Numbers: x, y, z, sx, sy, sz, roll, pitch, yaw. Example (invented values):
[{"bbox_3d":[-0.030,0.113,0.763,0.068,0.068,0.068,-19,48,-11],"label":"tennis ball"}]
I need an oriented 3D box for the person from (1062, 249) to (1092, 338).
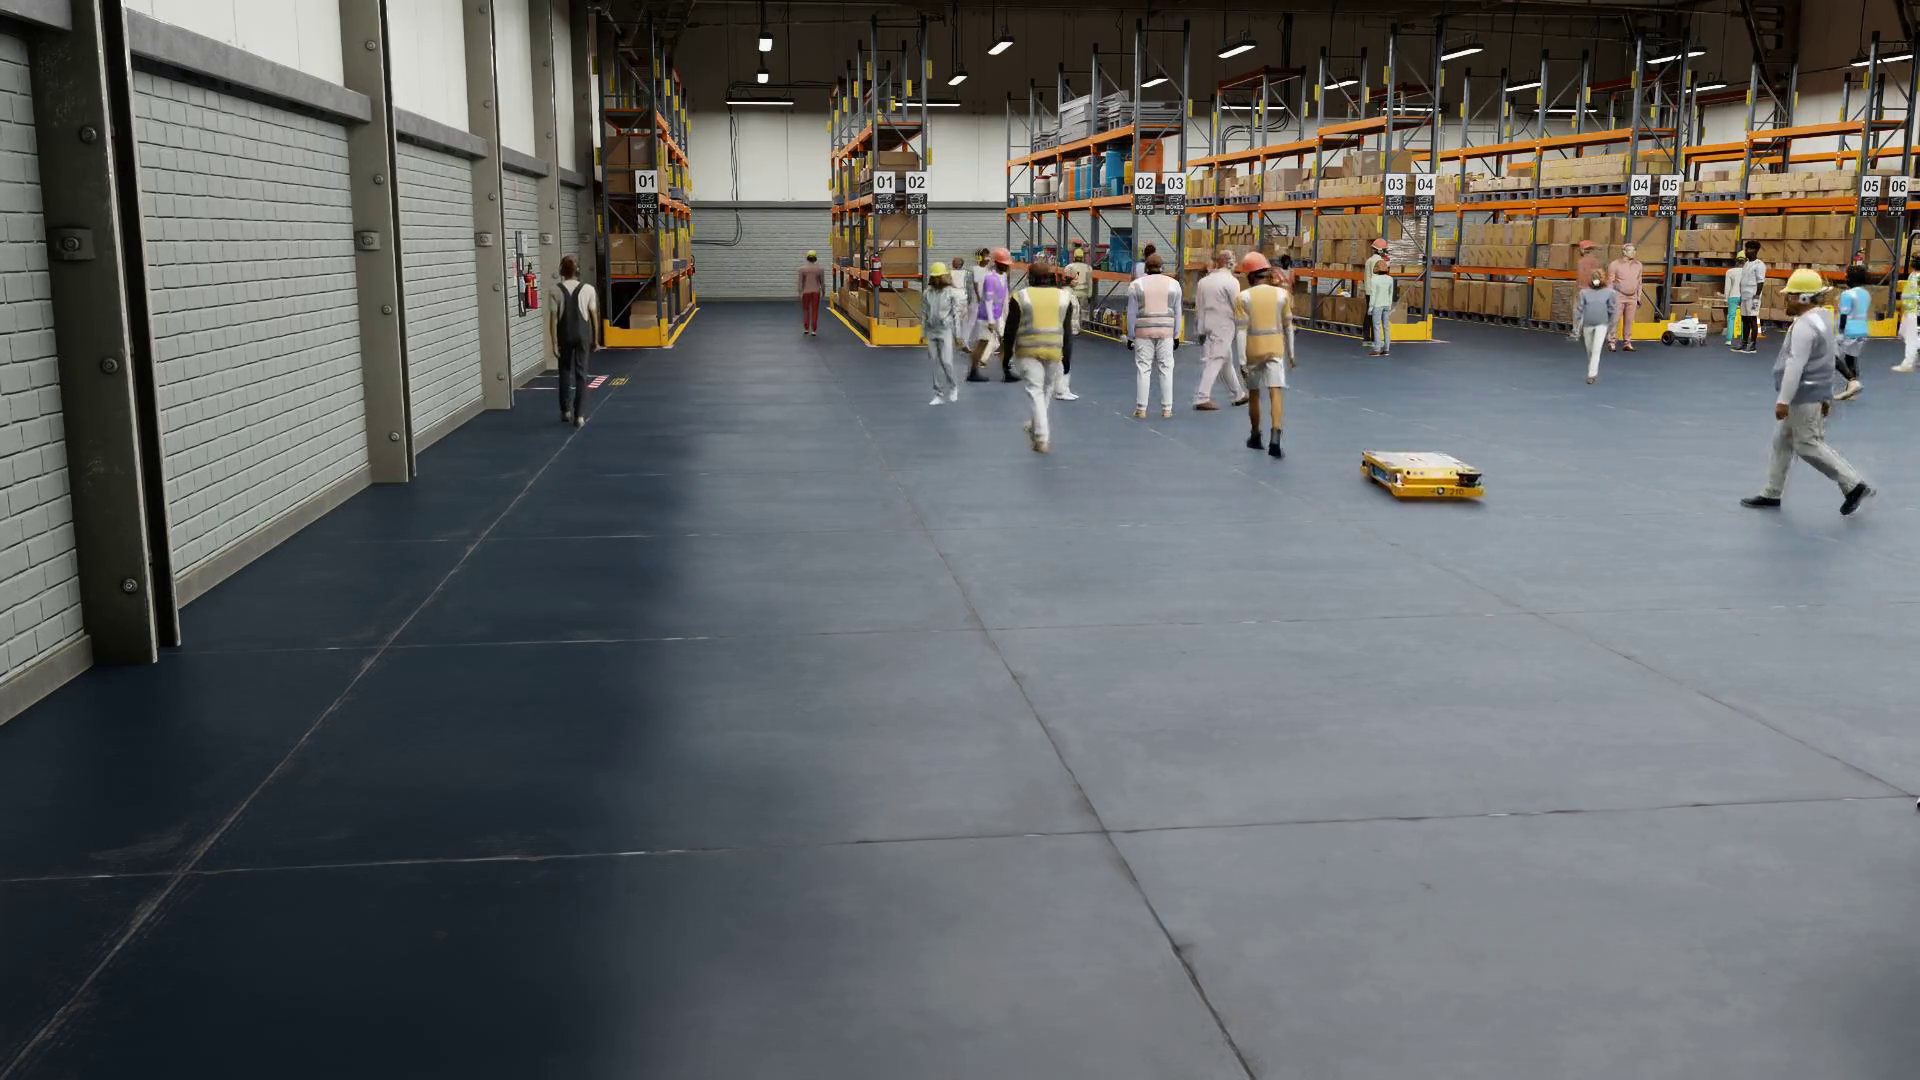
[{"bbox_3d":[2.363,-4.978,33.627,0.594,1.787,0.932,-2,10,-9],"label":"person"}]

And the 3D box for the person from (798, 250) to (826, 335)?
[{"bbox_3d":[-3.060,-5.116,34.457,0.557,1.731,0.802,-1,10,-3],"label":"person"}]

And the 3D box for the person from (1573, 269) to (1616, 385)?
[{"bbox_3d":[8.831,-2.976,23.142,0.516,1.591,0.856,6,12,31],"label":"person"}]

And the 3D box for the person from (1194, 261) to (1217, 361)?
[{"bbox_3d":[4.053,-3.715,27.090,0.531,1.624,0.370,-6,12,-31],"label":"person"}]

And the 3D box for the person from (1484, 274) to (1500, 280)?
[{"bbox_3d":[14.870,-7.344,46.436,0.562,1.833,0.419,-5,12,-26],"label":"person"}]

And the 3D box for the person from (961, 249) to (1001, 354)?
[{"bbox_3d":[0.398,-4.116,28.767,0.990,1.817,0.505,7,13,35],"label":"person"}]

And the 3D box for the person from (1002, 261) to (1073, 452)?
[{"bbox_3d":[0.721,-1.774,15.992,0.639,1.784,0.994,-3,11,-18],"label":"person"}]

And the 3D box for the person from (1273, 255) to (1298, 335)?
[{"bbox_3d":[6.763,-5.107,34.651,0.548,1.640,0.889,-3,11,-16],"label":"person"}]

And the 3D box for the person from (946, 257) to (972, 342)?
[{"bbox_3d":[-0.032,-4.642,32.148,0.517,1.636,0.313,0,10,-1],"label":"person"}]

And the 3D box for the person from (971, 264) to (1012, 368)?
[{"bbox_3d":[0.478,-3.451,25.719,0.835,1.587,0.519,-6,12,-29],"label":"person"}]

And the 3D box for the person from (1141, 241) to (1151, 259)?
[{"bbox_3d":[5.534,-7.923,49.393,0.407,1.910,0.638,-3,11,-18],"label":"person"}]

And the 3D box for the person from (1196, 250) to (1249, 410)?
[{"bbox_3d":[3.175,-2.461,19.582,0.973,1.861,0.653,-4,11,-20],"label":"person"}]

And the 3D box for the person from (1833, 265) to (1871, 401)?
[{"bbox_3d":[10.968,-2.540,20.495,0.545,1.680,0.375,-6,12,-31],"label":"person"}]

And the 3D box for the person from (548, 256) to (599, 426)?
[{"bbox_3d":[-4.214,-2.176,18.156,0.519,1.808,0.886,-2,11,-13],"label":"person"}]

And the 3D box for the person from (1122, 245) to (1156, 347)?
[{"bbox_3d":[3.401,-4.475,30.560,0.887,1.887,0.599,-7,12,-33],"label":"person"}]

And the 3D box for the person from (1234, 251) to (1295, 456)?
[{"bbox_3d":[2.859,-1.749,15.576,0.600,1.899,0.963,0,10,1],"label":"person"}]

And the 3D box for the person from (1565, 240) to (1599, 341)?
[{"bbox_3d":[12.183,-4.822,32.227,0.645,1.972,0.728,-6,12,-29],"label":"person"}]

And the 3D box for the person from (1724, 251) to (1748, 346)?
[{"bbox_3d":[14.534,-4.501,31.023,0.523,1.769,0.313,5,11,25],"label":"person"}]

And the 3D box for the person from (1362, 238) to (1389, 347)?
[{"bbox_3d":[7.707,-4.571,30.777,0.396,1.993,0.617,-3,11,-15],"label":"person"}]

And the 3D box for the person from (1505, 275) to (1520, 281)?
[{"bbox_3d":[16.743,-8.136,50.474,1.028,1.925,0.601,6,12,30],"label":"person"}]

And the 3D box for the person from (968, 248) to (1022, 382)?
[{"bbox_3d":[0.503,-3.103,23.095,0.916,1.860,0.582,6,12,30],"label":"person"}]

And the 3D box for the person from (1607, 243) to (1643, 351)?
[{"bbox_3d":[11.801,-4.298,29.507,0.651,1.913,0.410,-1,10,-8],"label":"person"}]

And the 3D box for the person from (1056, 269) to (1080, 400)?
[{"bbox_3d":[1.340,-2.559,20.747,0.311,1.635,0.513,2,11,11],"label":"person"}]

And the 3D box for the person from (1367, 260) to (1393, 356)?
[{"bbox_3d":[7.185,-3.967,28.457,0.501,1.633,0.281,-6,12,-29],"label":"person"}]

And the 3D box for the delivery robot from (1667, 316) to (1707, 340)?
[{"bbox_3d":[13.504,-3.917,30.884,0.477,0.478,0.707,-4,11,-23],"label":"delivery robot"}]

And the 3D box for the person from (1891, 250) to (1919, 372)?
[{"bbox_3d":[14.403,-3.438,25.013,0.506,1.832,0.645,3,11,16],"label":"person"}]

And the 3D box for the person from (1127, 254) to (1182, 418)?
[{"bbox_3d":[2.173,-2.285,18.686,0.621,1.838,0.429,0,10,-2],"label":"person"}]

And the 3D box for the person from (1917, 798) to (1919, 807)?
[{"bbox_3d":[3.649,0.044,5.668,0.377,1.923,0.595,-7,12,-33],"label":"person"}]

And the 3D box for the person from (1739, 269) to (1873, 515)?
[{"bbox_3d":[6.244,-1.075,12.150,0.826,1.800,0.593,7,12,33],"label":"person"}]

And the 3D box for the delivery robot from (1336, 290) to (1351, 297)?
[{"bbox_3d":[10.697,-6.732,46.306,0.477,0.478,0.707,0,11,-1],"label":"delivery robot"}]

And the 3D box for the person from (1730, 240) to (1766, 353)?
[{"bbox_3d":[13.866,-4.269,29.200,0.367,1.967,0.600,0,10,-1],"label":"person"}]

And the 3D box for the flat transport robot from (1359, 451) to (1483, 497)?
[{"bbox_3d":[3.708,-0.547,13.449,0.652,0.197,1.431,0,10,2],"label":"flat transport robot"}]

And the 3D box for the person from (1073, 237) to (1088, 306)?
[{"bbox_3d":[3.469,-7.804,48.495,1.018,1.992,0.626,-2,10,-9],"label":"person"}]

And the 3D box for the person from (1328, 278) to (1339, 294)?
[{"bbox_3d":[11.724,-8.407,51.964,0.373,1.940,0.628,-2,11,-13],"label":"person"}]

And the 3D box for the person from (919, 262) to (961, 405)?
[{"bbox_3d":[-0.252,-2.481,20.069,0.488,1.729,0.357,5,11,26],"label":"person"}]

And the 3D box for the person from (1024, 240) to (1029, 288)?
[{"bbox_3d":[2.022,-7.920,49.293,0.371,1.940,0.627,-1,10,-4],"label":"person"}]
